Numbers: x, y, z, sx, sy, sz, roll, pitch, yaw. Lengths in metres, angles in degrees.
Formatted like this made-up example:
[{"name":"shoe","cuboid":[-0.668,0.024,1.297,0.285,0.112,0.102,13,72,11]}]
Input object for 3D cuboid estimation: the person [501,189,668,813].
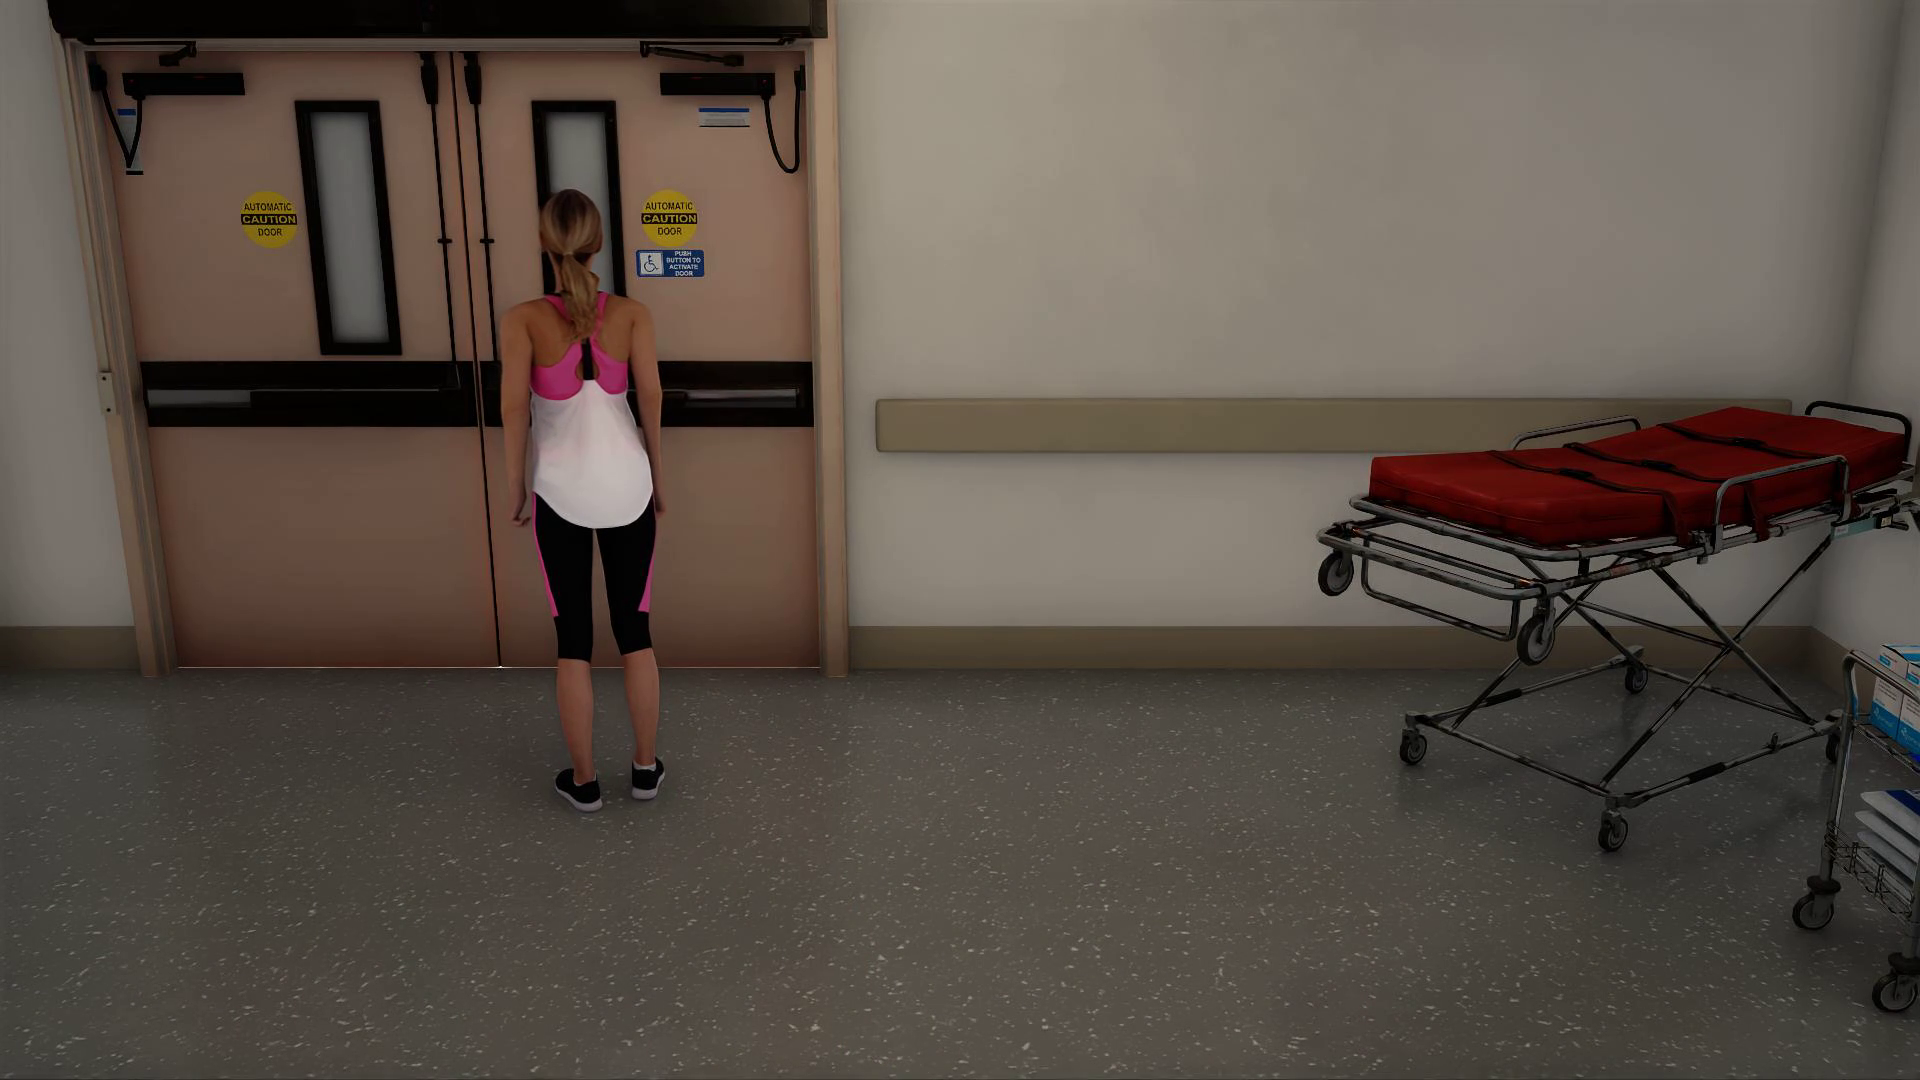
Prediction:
[{"name":"person","cuboid":[-1.053,-0.096,4.762,0.672,1.788,0.643,-6,17,-20]}]
